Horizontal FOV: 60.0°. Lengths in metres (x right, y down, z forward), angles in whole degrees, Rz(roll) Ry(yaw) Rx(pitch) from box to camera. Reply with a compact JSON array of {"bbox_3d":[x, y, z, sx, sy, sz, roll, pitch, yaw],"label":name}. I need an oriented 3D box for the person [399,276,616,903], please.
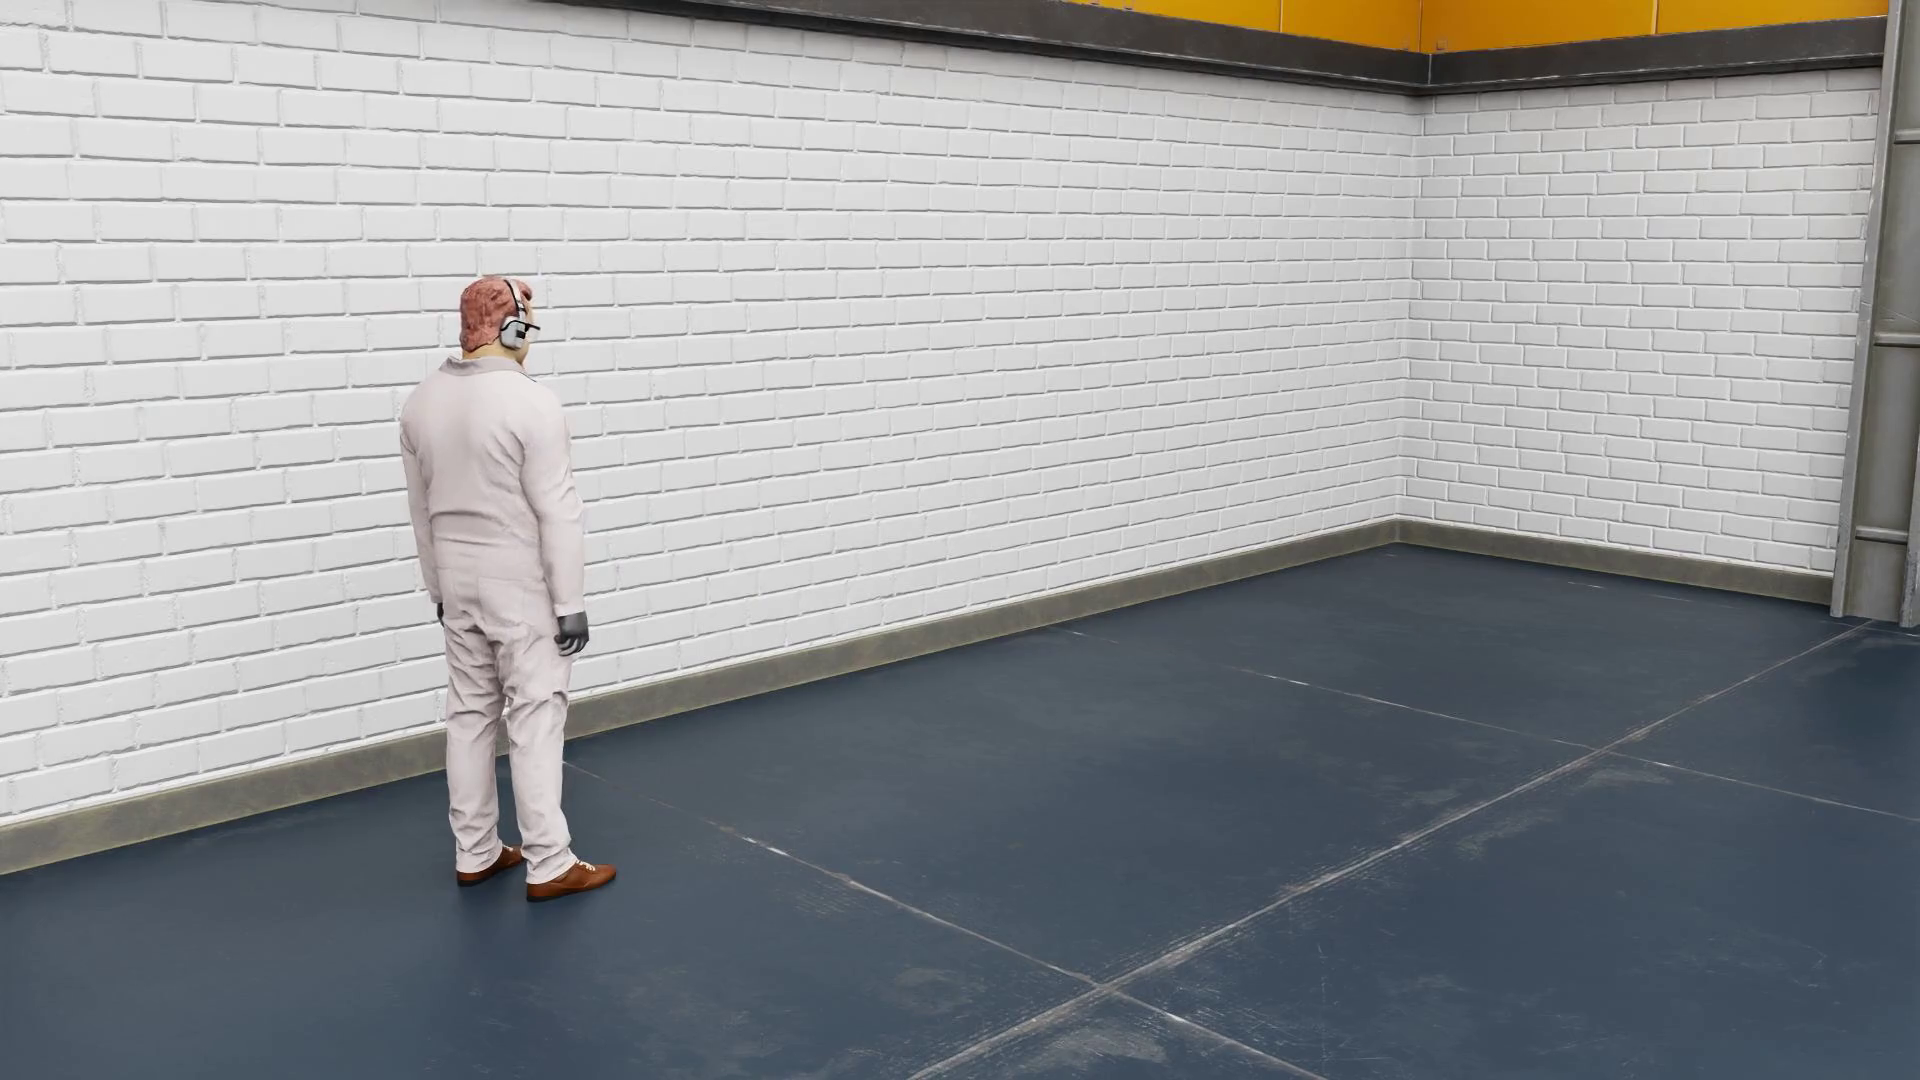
[{"bbox_3d":[-1.374,0.154,5.088,0.638,1.902,0.408,6,12,29],"label":"person"}]
